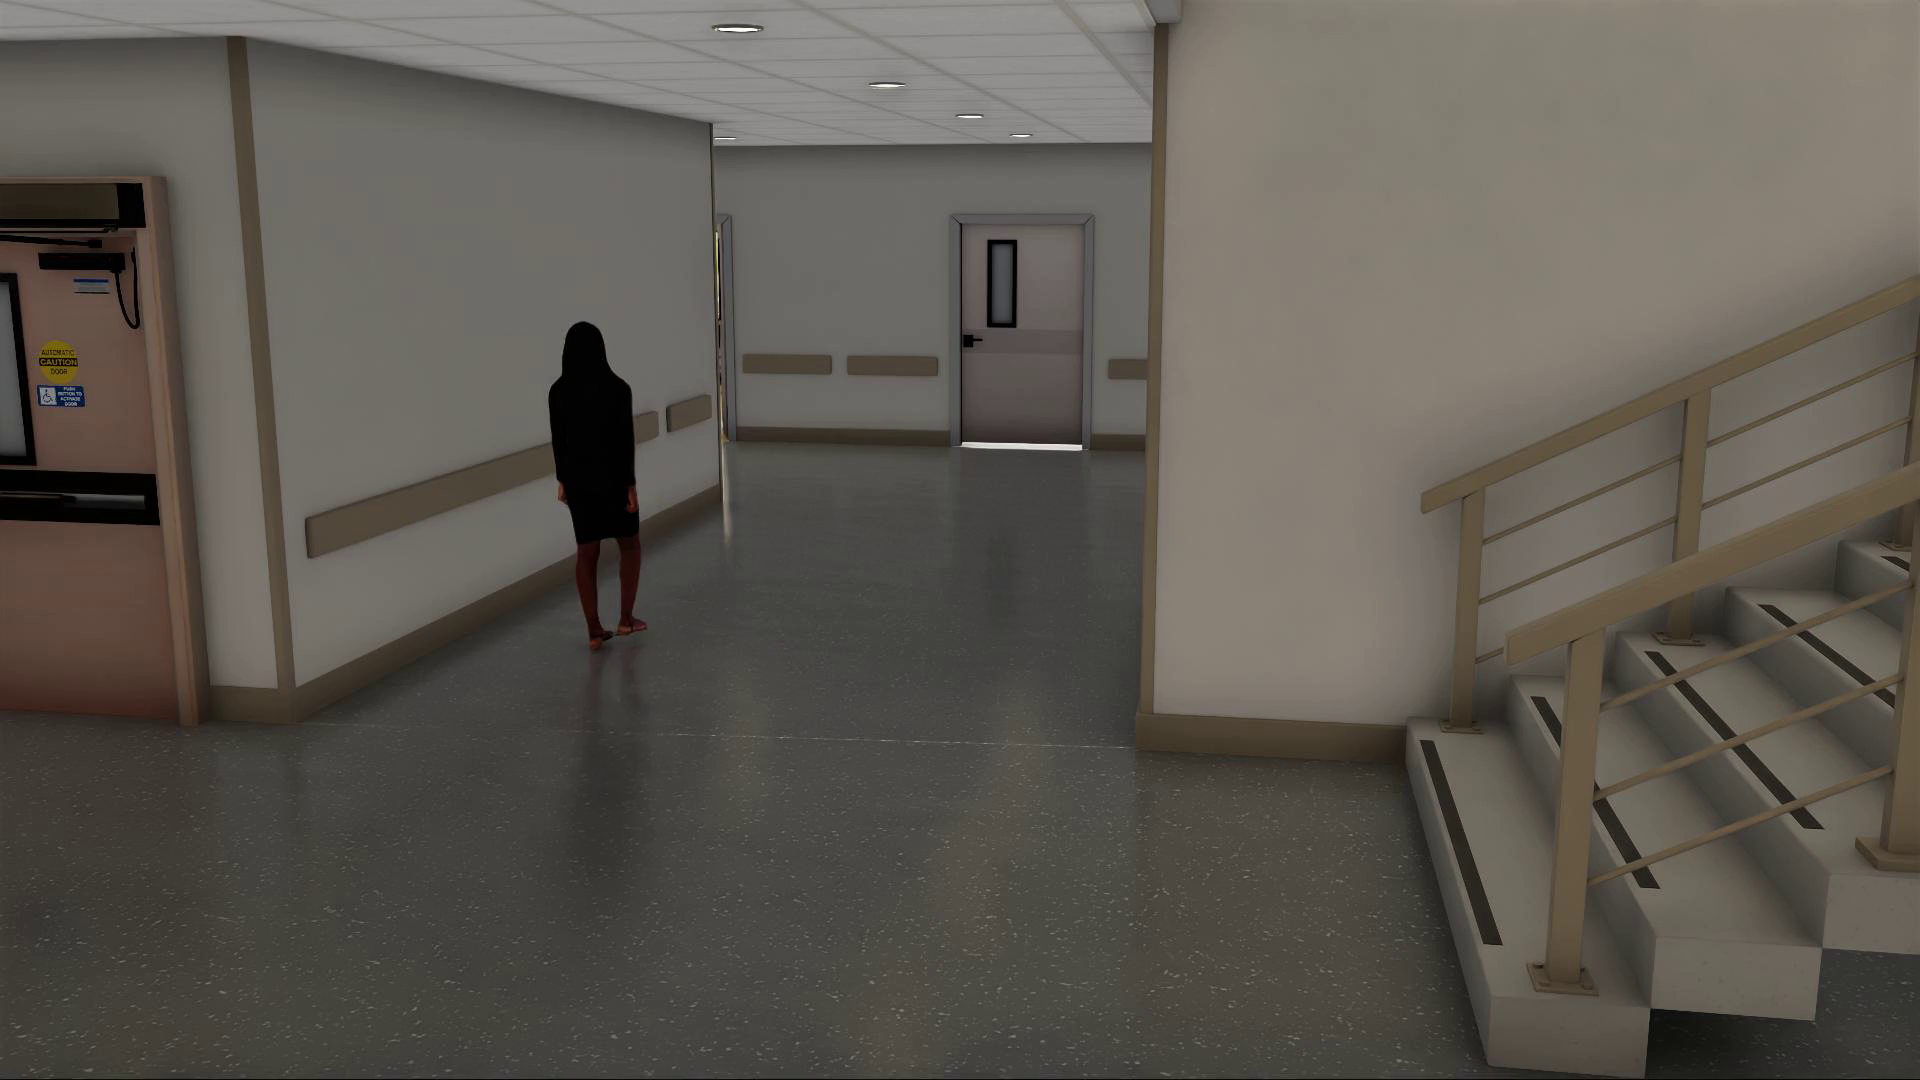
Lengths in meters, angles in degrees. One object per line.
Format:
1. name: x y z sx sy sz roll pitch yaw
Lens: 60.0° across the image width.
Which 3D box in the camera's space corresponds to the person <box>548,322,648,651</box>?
1. person: -1.919 -0.264 8.655 0.597 1.710 0.700 2 11 8
